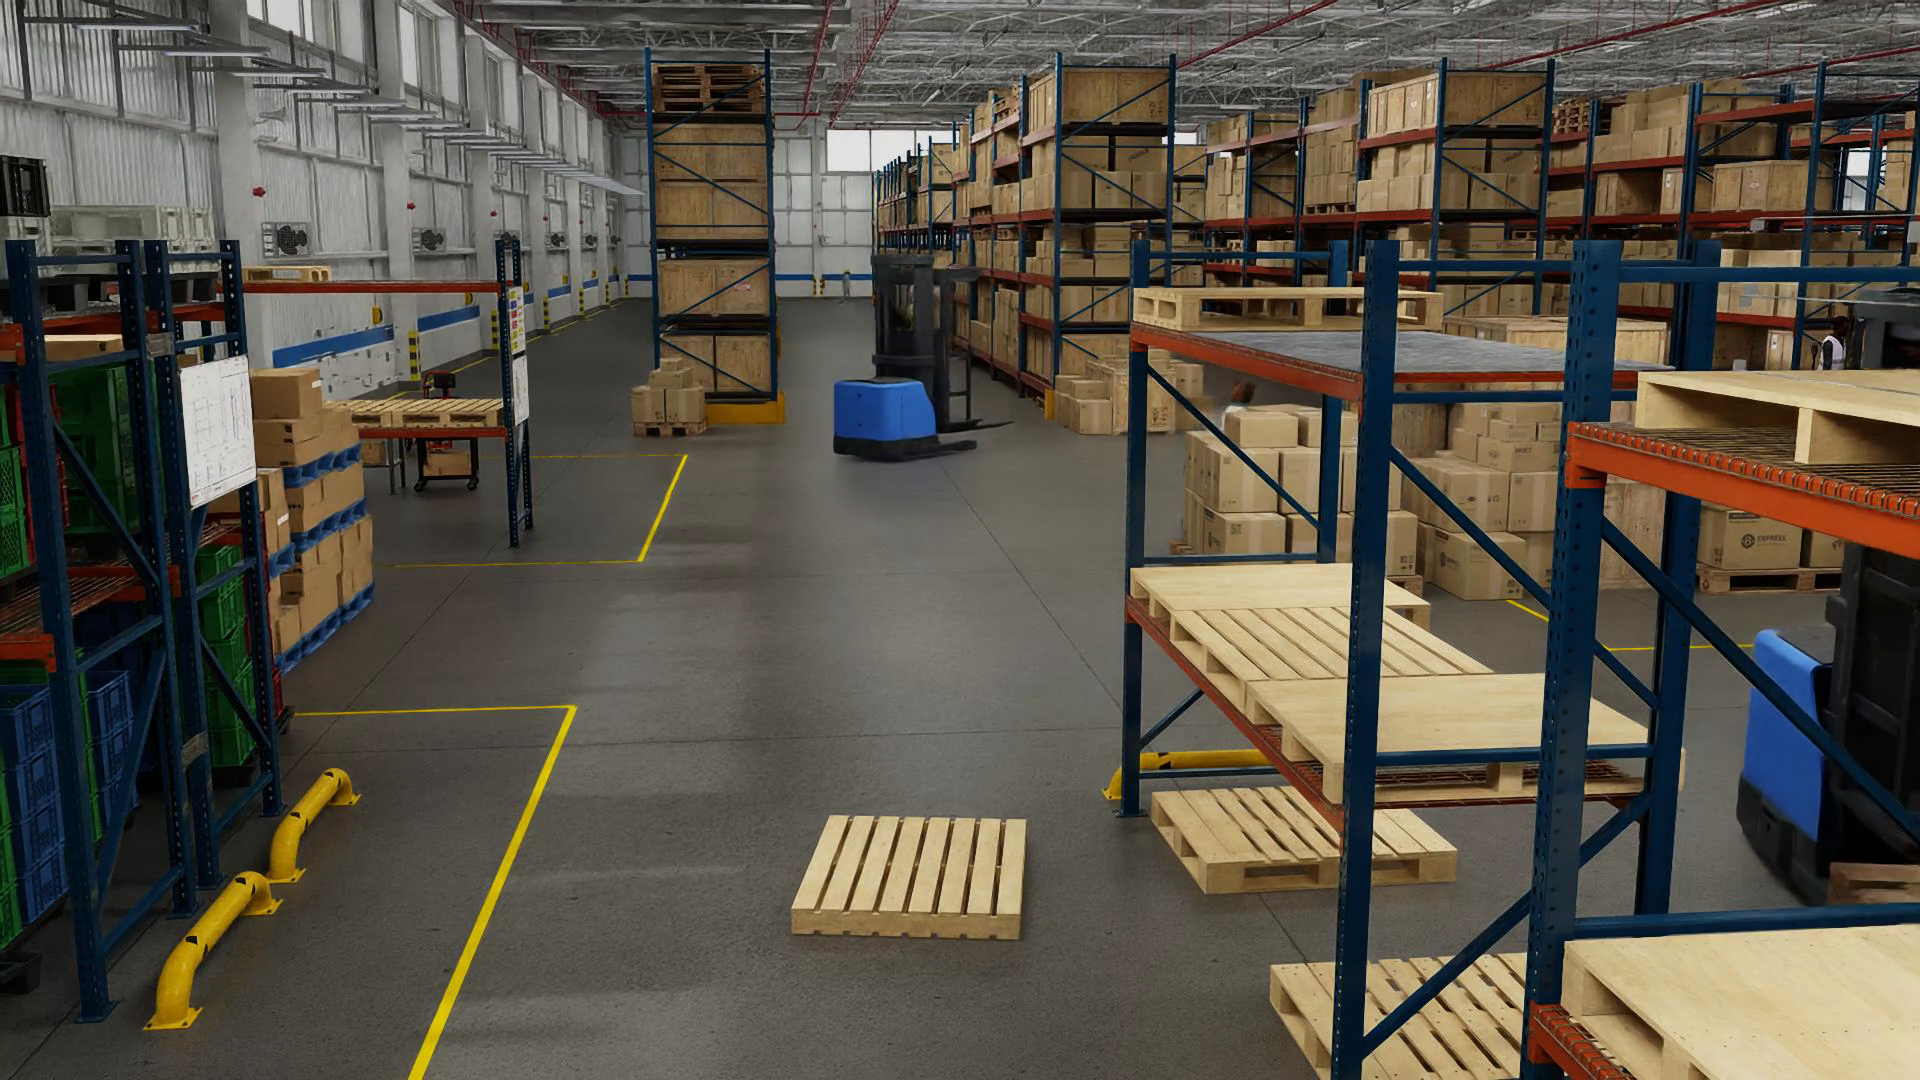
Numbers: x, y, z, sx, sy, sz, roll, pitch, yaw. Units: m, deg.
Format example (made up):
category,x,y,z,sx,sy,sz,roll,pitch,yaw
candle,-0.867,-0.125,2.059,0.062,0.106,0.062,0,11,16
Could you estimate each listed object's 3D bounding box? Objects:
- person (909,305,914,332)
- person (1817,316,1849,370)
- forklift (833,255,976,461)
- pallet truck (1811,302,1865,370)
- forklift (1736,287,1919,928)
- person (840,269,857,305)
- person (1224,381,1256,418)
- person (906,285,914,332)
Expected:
category,x,y,z,sx,sy,sz,roll,pitch,yaw
person,-1.051,-5.526,42.947,0.532,1.651,0.887,-1,10,-5
person,13.074,-2.406,24.963,0.587,1.911,0.397,-10,14,-44
forklift,-0.805,-2.601,23.348,1.129,2.768,1.873,9,14,40
pallet truck,15.846,-3.142,28.793,1.885,1.965,0.823,2,10,12
forklift,4.412,0.273,7.419,1.129,2.768,1.873,1,10,6
person,-5.246,-11.815,77.689,0.920,1.694,0.491,-4,11,-21
person,2.870,-0.795,16.804,0.557,1.619,0.536,-4,11,-19
person,-1.261,-6.481,47.334,1.066,1.991,0.632,-7,12,-34
